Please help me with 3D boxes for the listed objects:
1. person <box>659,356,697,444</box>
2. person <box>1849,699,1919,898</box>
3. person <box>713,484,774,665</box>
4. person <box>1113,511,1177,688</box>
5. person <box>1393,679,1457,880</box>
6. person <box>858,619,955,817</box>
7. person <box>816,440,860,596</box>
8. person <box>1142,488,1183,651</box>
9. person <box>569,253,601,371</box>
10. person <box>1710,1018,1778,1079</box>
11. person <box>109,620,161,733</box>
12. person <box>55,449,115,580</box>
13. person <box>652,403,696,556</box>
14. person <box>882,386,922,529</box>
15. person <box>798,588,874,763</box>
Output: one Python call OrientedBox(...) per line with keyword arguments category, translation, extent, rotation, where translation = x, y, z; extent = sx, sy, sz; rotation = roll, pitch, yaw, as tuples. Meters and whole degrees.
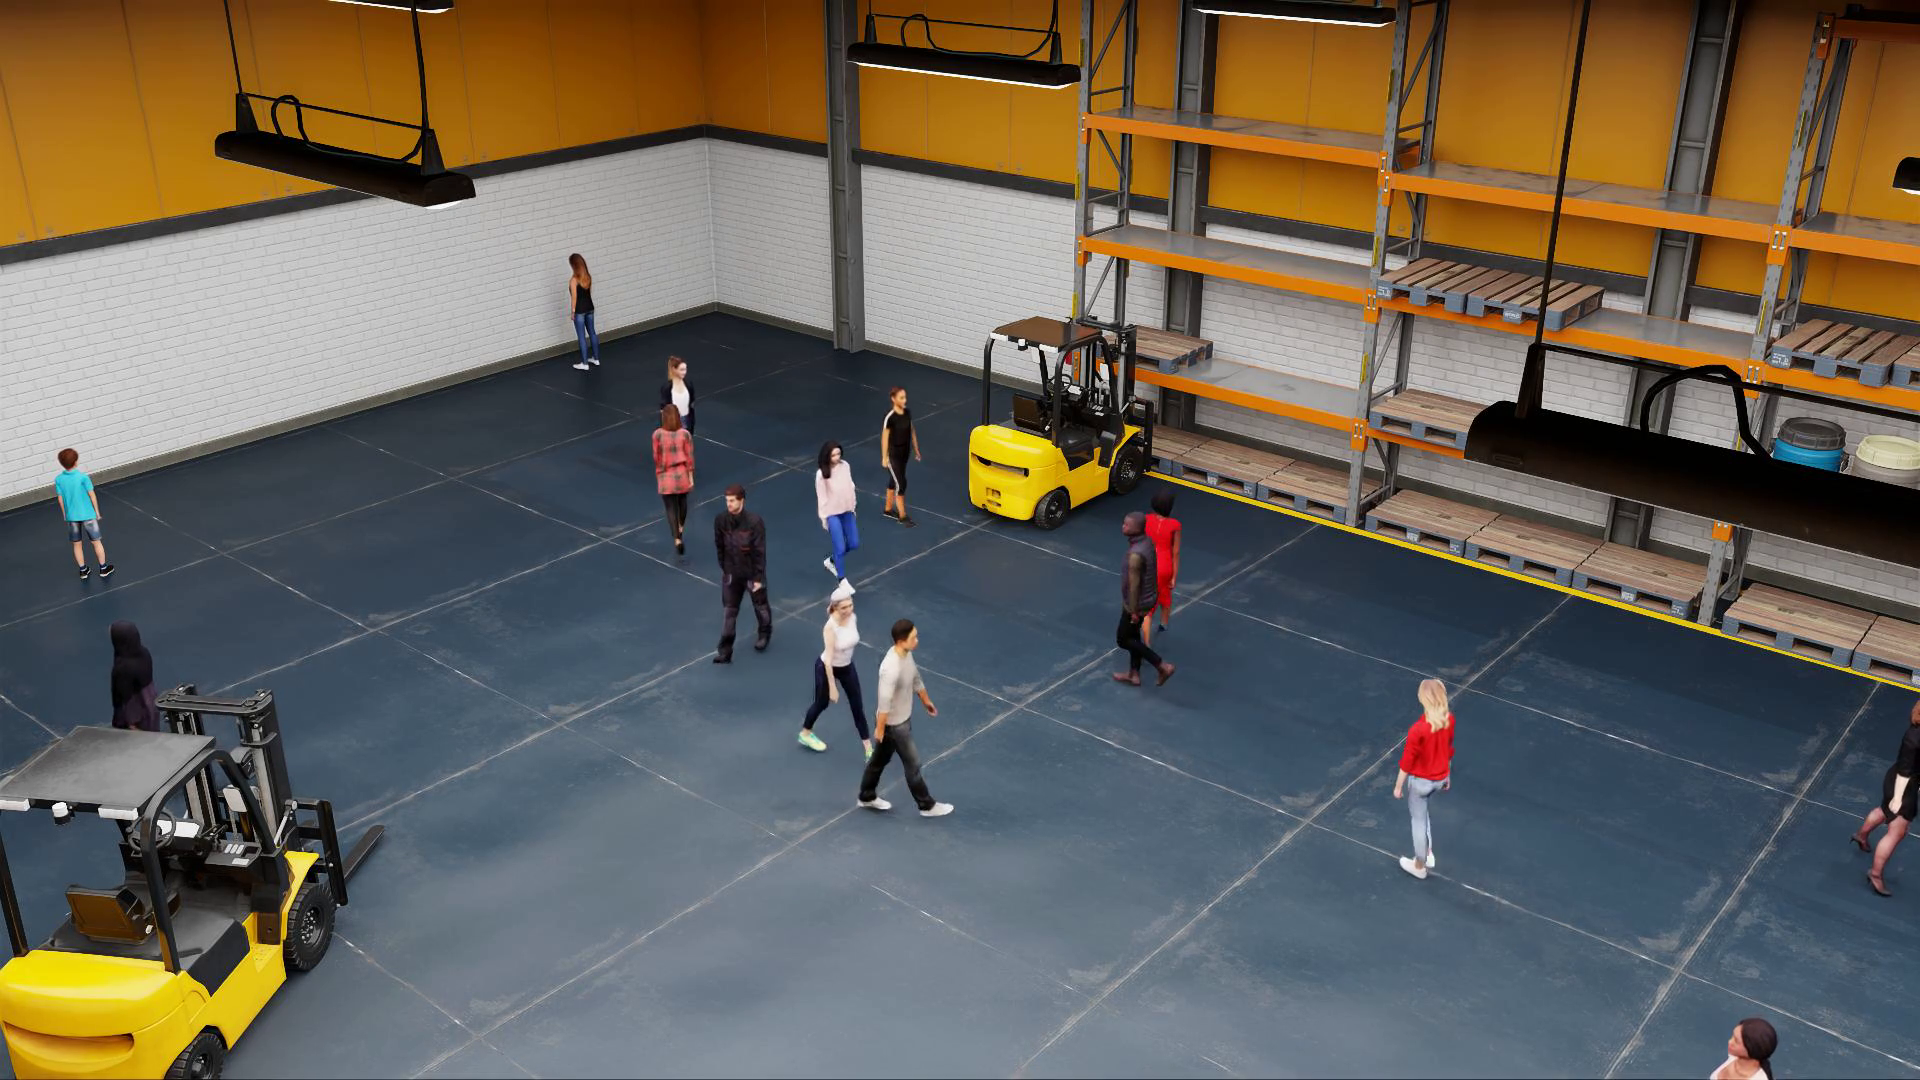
OrientedBox(category="person", translation=(-3.470, -1.433, 20.182), extent=(0.733, 1.668, 0.822), rotation=(-14, 27, -29))
OrientedBox(category="person", translation=(7.122, 1.880, 12.575), extent=(0.680, 1.691, 0.779), rotation=(18, 29, 35))
OrientedBox(category="person", translation=(-2.034, 0.285, 16.100), extent=(1.169, 1.791, 1.089), rotation=(6, 24, 13))
OrientedBox(category="person", translation=(1.715, 0.589, 15.364), extent=(0.996, 1.823, 0.898), rotation=(10, 26, 22))
OrientedBox(category="person", translation=(3.588, 1.861, 12.611), extent=(0.695, 1.697, 0.673), rotation=(-15, 28, -30))
OrientedBox(category="person", translation=(-0.635, 1.440, 13.483), extent=(1.153, 1.772, 1.008), rotation=(2, 24, 5))
OrientedBox(category="person", translation=(-1.347, -0.264, 17.420), extent=(0.777, 1.739, 0.700), rotation=(21, 31, 39))
OrientedBox(category="person", translation=(1.872, 0.365, 16.014), extent=(1.044, 1.713, 0.923), rotation=(6, 24, 14))
OrientedBox(category="person", translation=(-5.570, -3.390, 24.593), extent=(0.579, 1.722, 0.632), rotation=(13, 27, 27))
OrientedBox(category="person", translation=(4.268, 3.345, 9.167), extent=(0.685, 1.737, 0.658), rotation=(3, 24, 7))
OrientedBox(category="person", translation=(-6.760, 1.398, 13.787), extent=(0.965, 1.604, 0.870), rotation=(1, 24, 3))
OrientedBox(category="person", translation=(-9.445, -0.292, 17.848), extent=(0.594, 1.448, 0.644), rotation=(-4, 24, -8))
OrientedBox(category="person", translation=(-3.152, -0.631, 18.362), extent=(1.020, 1.658, 1.217), rotation=(-6, 24, -14))
OrientedBox(category="person", translation=(-0.789, -1.003, 19.227), extent=(0.796, 1.646, 0.609), rotation=(16, 28, 32))
OrientedBox(category="person", translation=(-1.140, 1.135, 14.324), extent=(1.171, 1.655, 0.682), rotation=(13, 27, 28))
